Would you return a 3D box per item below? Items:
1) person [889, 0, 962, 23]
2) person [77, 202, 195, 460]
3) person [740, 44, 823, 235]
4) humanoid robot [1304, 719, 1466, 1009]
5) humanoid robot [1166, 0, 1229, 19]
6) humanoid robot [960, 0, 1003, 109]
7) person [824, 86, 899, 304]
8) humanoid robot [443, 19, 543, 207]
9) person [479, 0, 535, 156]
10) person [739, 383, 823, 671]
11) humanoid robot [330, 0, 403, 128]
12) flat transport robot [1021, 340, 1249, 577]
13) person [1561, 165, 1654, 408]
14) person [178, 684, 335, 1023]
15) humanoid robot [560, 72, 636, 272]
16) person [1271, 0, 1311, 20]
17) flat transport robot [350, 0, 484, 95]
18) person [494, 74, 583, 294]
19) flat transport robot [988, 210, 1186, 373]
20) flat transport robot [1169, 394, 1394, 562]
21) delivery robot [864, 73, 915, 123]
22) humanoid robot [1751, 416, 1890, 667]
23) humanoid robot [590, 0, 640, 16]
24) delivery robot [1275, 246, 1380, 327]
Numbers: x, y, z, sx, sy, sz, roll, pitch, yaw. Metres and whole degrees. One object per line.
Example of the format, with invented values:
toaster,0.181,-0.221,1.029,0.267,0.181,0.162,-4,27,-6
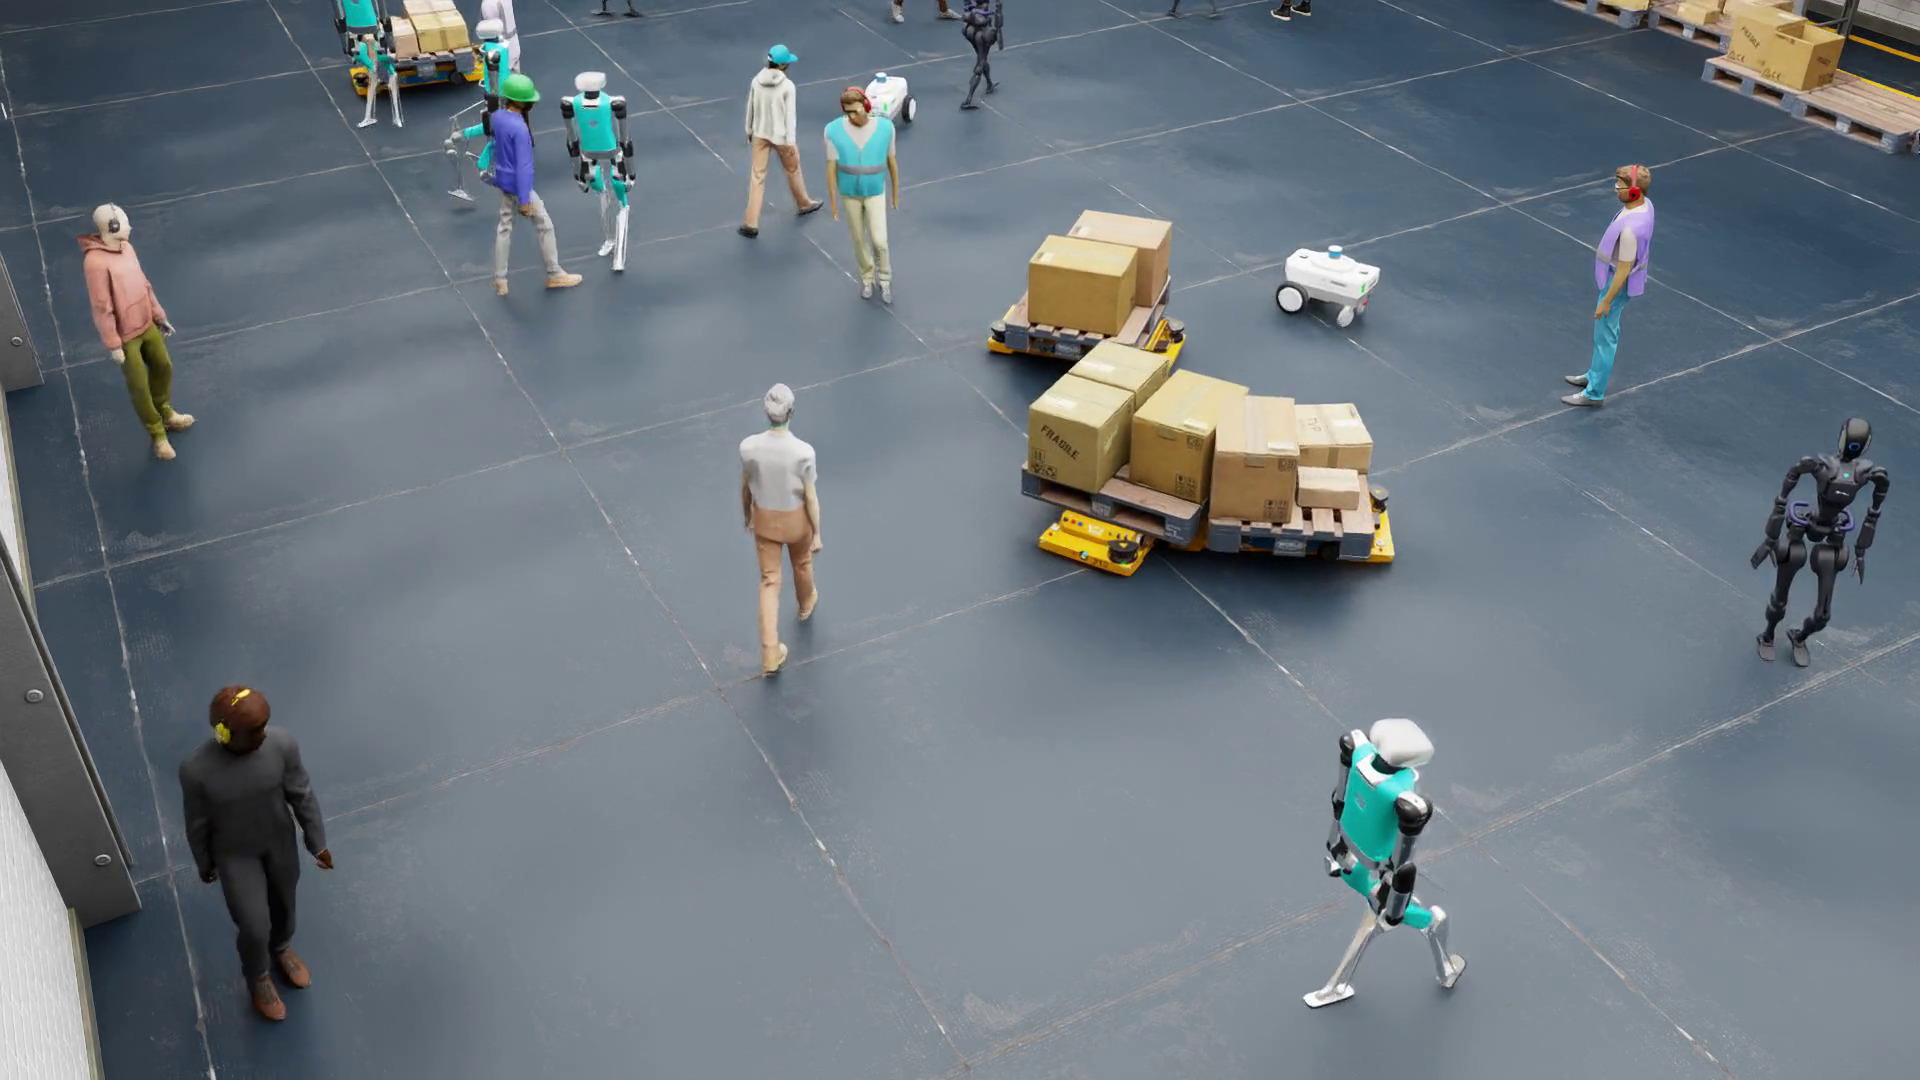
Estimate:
person,-0.409,-6.943,19.208,0.781,1.907,0.595,8,36,12
person,-5.701,-1.434,11.434,0.388,1.802,0.629,7,36,9
person,-1.659,-3.532,14.582,0.530,1.611,0.820,11,36,15
humanoid robot,2.036,1.457,7.417,0.833,1.845,0.557,-14,37,-19
humanoid robot,2.801,-6.849,19.292,0.744,1.622,0.589,23,41,29
humanoid robot,0.252,-5.322,17.119,0.753,1.627,0.589,-27,43,-33
person,-0.774,-2.736,13.278,0.575,1.811,0.595,-1,35,-1
humanoid robot,-4.357,-3.730,14.809,1.029,1.769,0.533,-3,35,-4
person,-4.395,-4.615,15.861,0.383,1.929,0.545,3,35,4
person,-1.045,-0.098,9.616,0.493,1.701,0.893,4,35,5
humanoid robot,-5.825,-4.900,16.459,0.564,1.789,0.770,-3,35,-4
flat transport robot,1.146,-0.272,11.104,0.659,0.231,1.431,19,39,24
person,4.702,-1.809,11.931,0.391,1.837,0.562,14,37,19
person,-3.123,1.349,7.424,0.528,1.834,0.520,-25,42,-31
humanoid robot,-2.950,-3.138,13.957,0.530,1.792,0.854,-1,35,-1
person,3.949,-7.065,19.336,0.604,1.956,0.373,-19,39,-24
flat transport robot,-5.822,-5.091,17.984,1.431,0.231,0.659,-13,37,-18
person,-3.590,-2.881,13.481,0.665,1.822,0.553,-26,43,-32
flat transport robot,0.994,-1.592,12.989,1.431,0.231,0.659,11,37,16
flat transport robot,2.098,-0.148,10.927,1.431,0.231,0.659,4,35,5
delivery robot,-0.785,-4.399,16.734,0.499,0.580,0.757,9,36,13
humanoid robot,4.869,0.013,9.469,0.591,1.645,0.361,9,36,12
humanoid robot,-4.110,-6.934,19.408,0.621,1.625,0.613,3,35,5
delivery robot,2.963,-2.086,13.457,0.780,0.609,0.519,21,40,27
